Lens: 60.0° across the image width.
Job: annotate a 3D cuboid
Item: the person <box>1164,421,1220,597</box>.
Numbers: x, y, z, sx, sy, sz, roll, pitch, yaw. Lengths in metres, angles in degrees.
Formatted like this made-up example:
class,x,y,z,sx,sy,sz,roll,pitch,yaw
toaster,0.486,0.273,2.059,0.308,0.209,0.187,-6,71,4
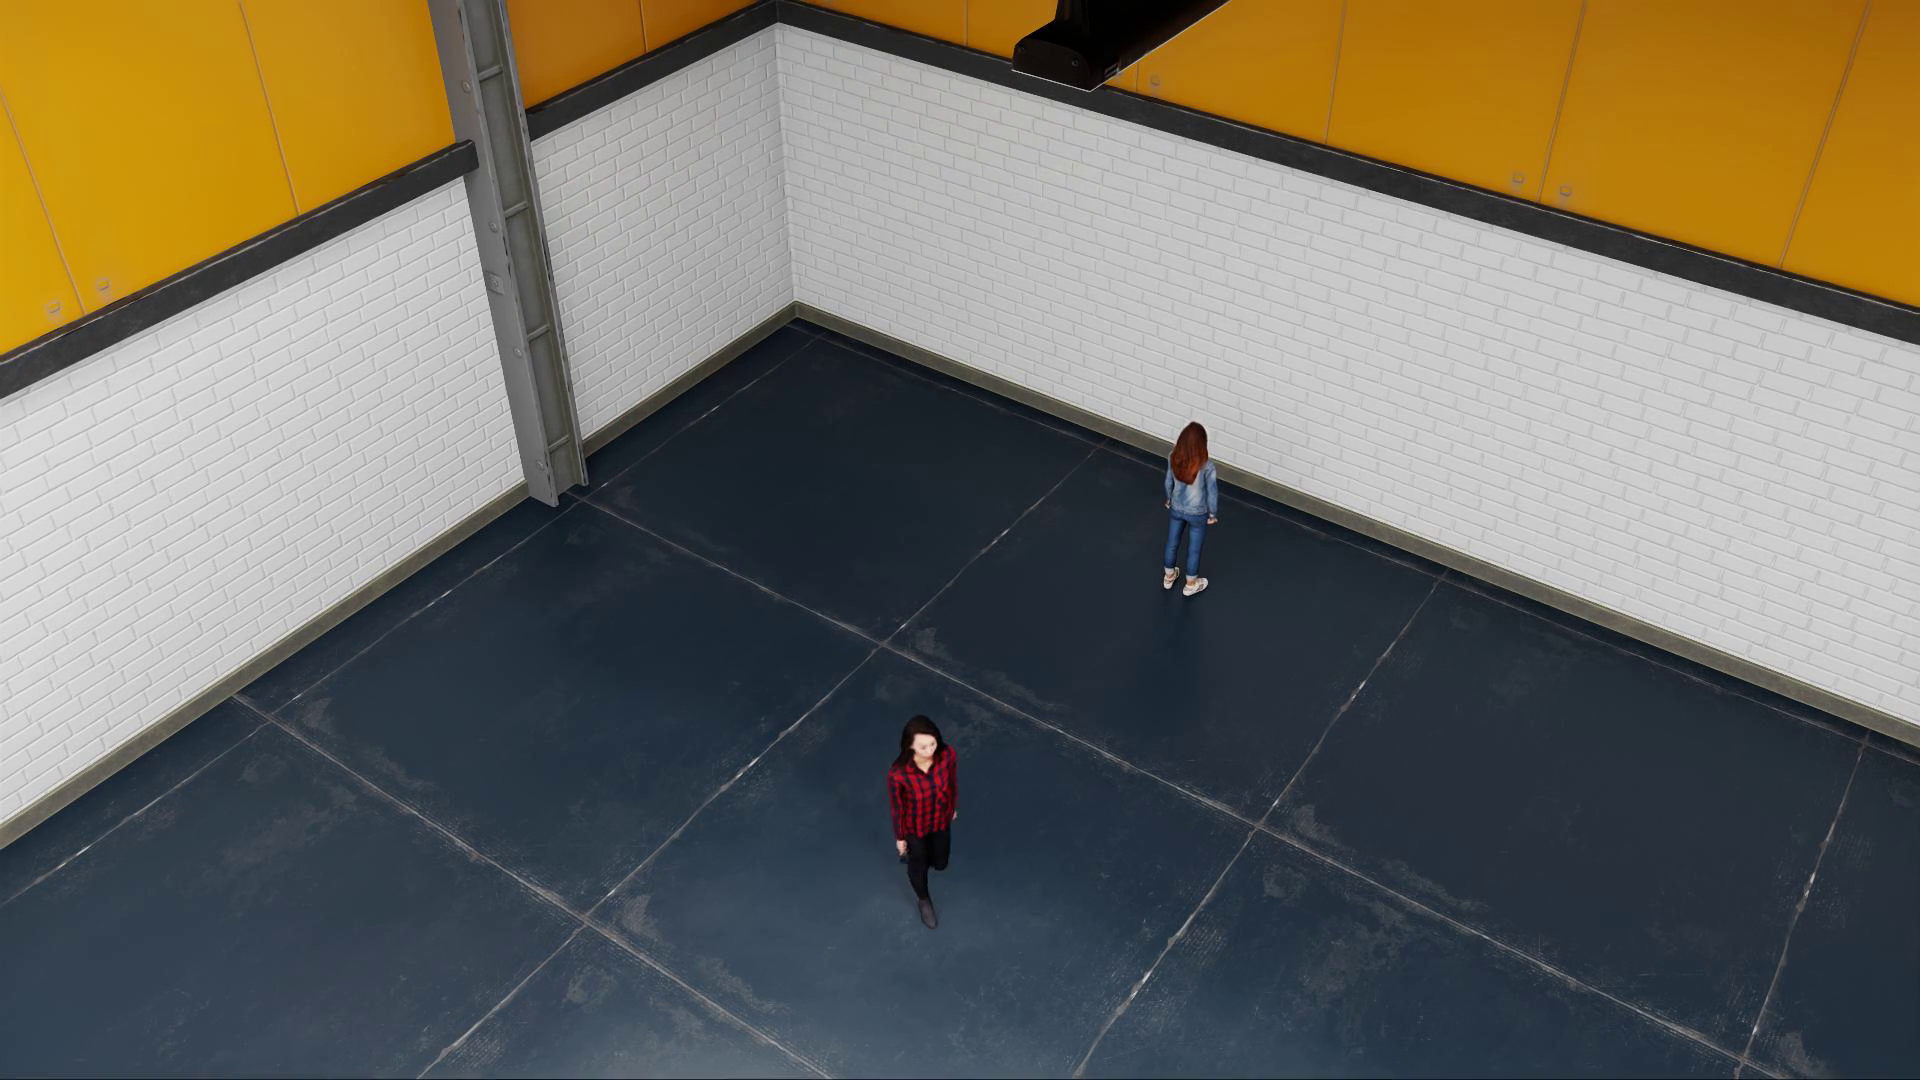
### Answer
class,x,y,z,sx,sy,sz,roll,pitch,yaw
person,1.647,-0.232,11.985,0.551,1.477,0.490,24,44,27

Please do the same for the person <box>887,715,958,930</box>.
class,x,y,z,sx,sy,sz,roll,pitch,yaw
person,-0.262,1.564,9.603,0.742,1.644,0.792,-19,43,-23
